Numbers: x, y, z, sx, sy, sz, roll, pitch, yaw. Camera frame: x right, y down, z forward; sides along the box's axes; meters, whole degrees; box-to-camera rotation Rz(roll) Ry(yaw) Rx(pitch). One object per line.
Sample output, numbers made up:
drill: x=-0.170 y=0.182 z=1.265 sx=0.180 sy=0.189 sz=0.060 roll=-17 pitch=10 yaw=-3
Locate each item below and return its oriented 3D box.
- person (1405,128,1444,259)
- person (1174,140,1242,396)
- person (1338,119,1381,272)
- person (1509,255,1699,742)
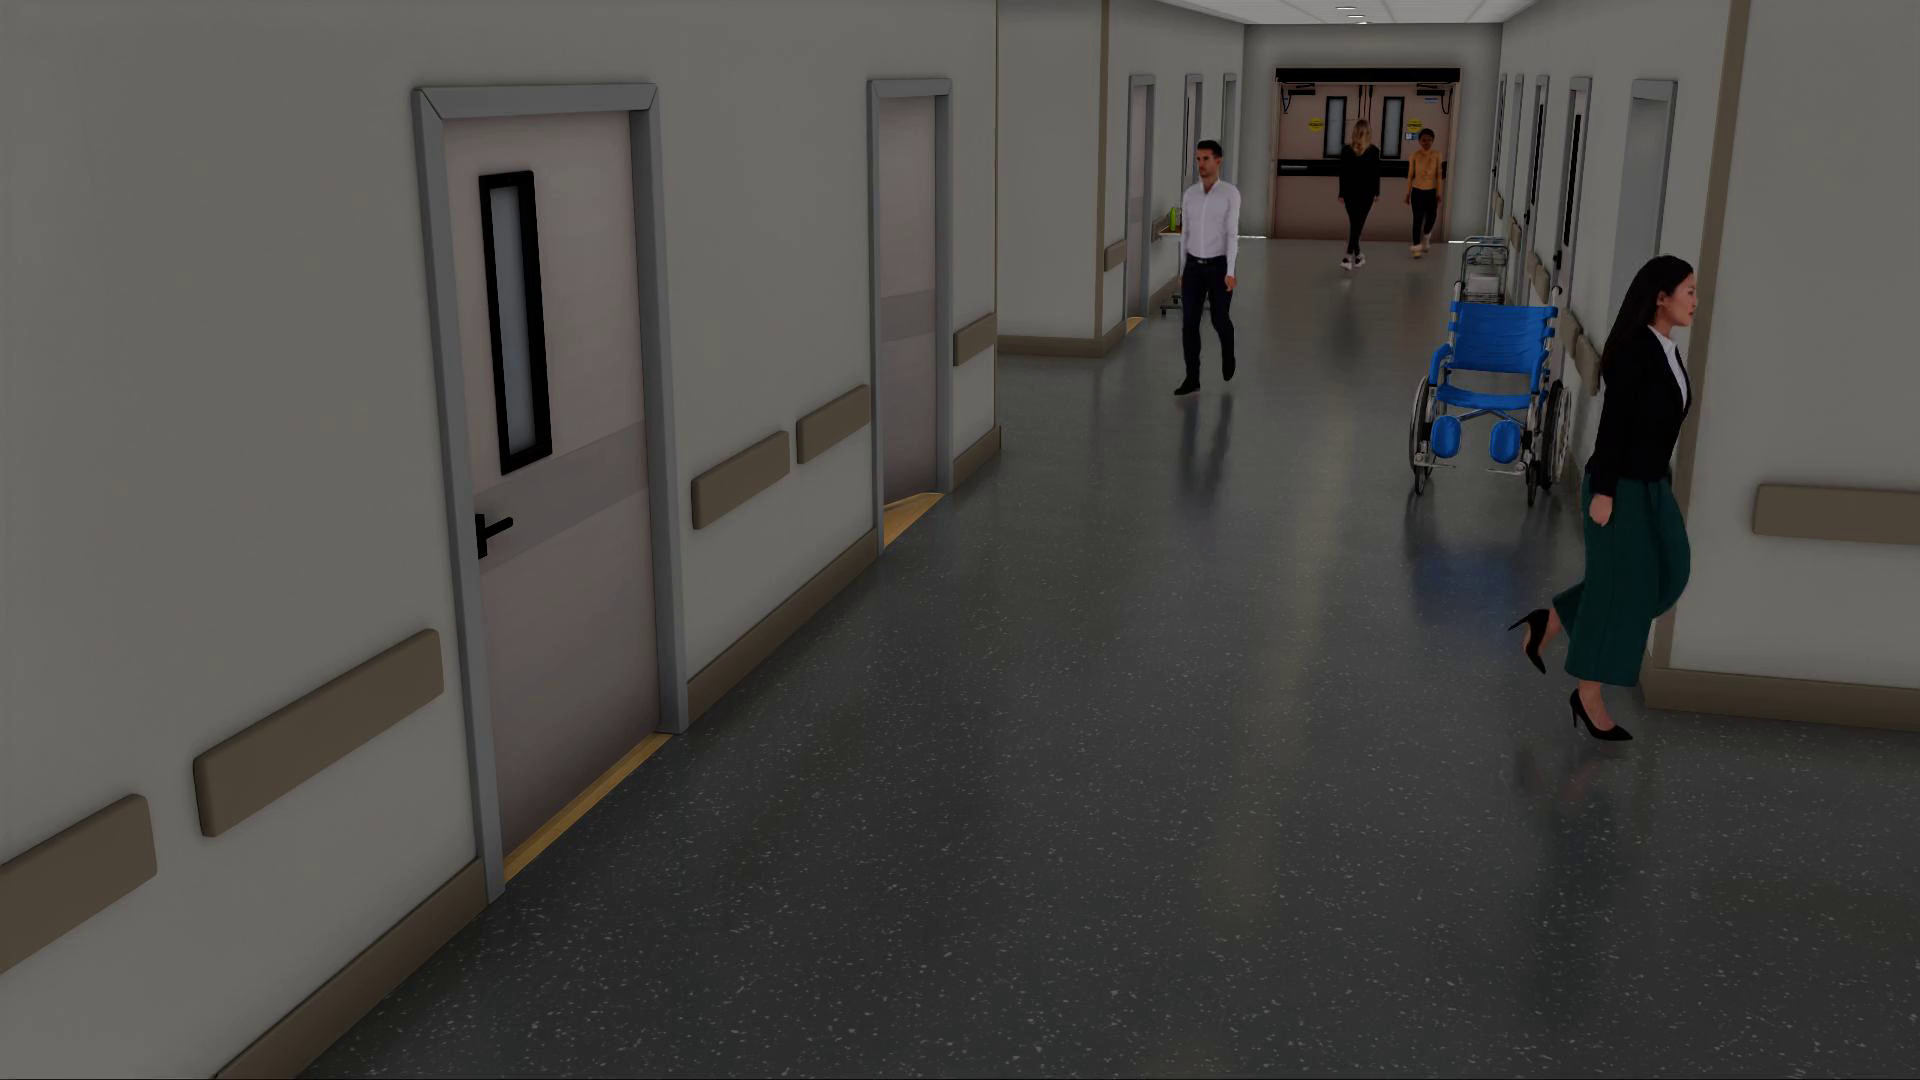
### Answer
person: x=5.976 y=-4.468 z=21.454 sx=0.638 sy=1.641 sz=0.835 roll=2 pitch=16 yaw=6
person: x=1.893 y=-2.023 z=12.407 sx=0.797 sy=1.844 sz=1.061 roll=9 pitch=18 yaw=30
person: x=4.680 y=-4.010 z=19.623 sx=0.840 sy=1.752 sz=1.276 roll=8 pitch=18 yaw=27
person: x=2.332 y=-0.147 z=5.994 sx=0.899 sy=1.713 sz=0.893 roll=14 pitch=21 yaw=40
